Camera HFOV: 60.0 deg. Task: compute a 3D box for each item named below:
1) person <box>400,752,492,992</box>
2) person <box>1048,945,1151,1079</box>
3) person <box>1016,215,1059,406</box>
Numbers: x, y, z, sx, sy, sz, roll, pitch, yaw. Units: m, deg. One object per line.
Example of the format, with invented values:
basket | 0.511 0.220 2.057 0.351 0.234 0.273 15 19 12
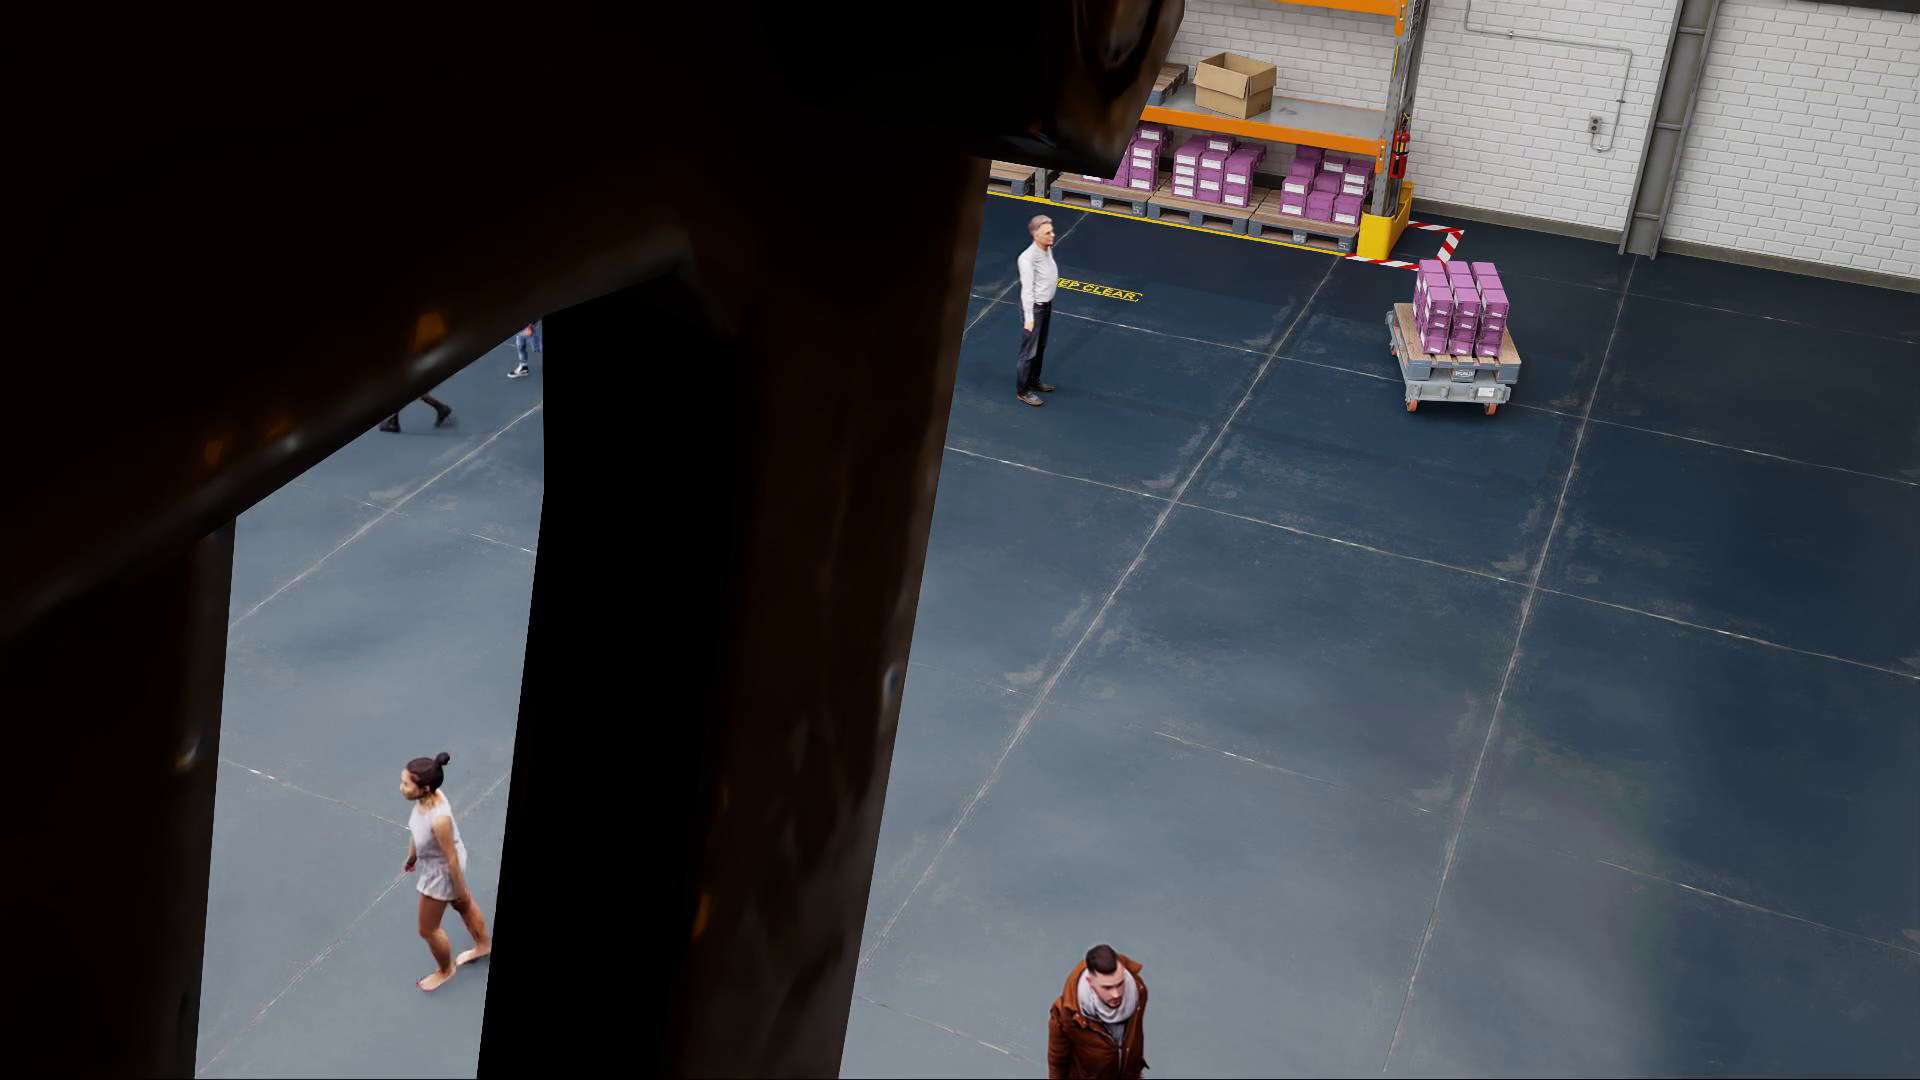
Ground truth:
person | -2.895 1.849 9.543 0.818 1.596 0.765 -14 36 -21
person | 0.667 2.651 8.118 0.856 1.837 0.895 -18 38 -25
person | 0.709 -2.155 15.366 0.533 1.818 0.646 15 36 21
